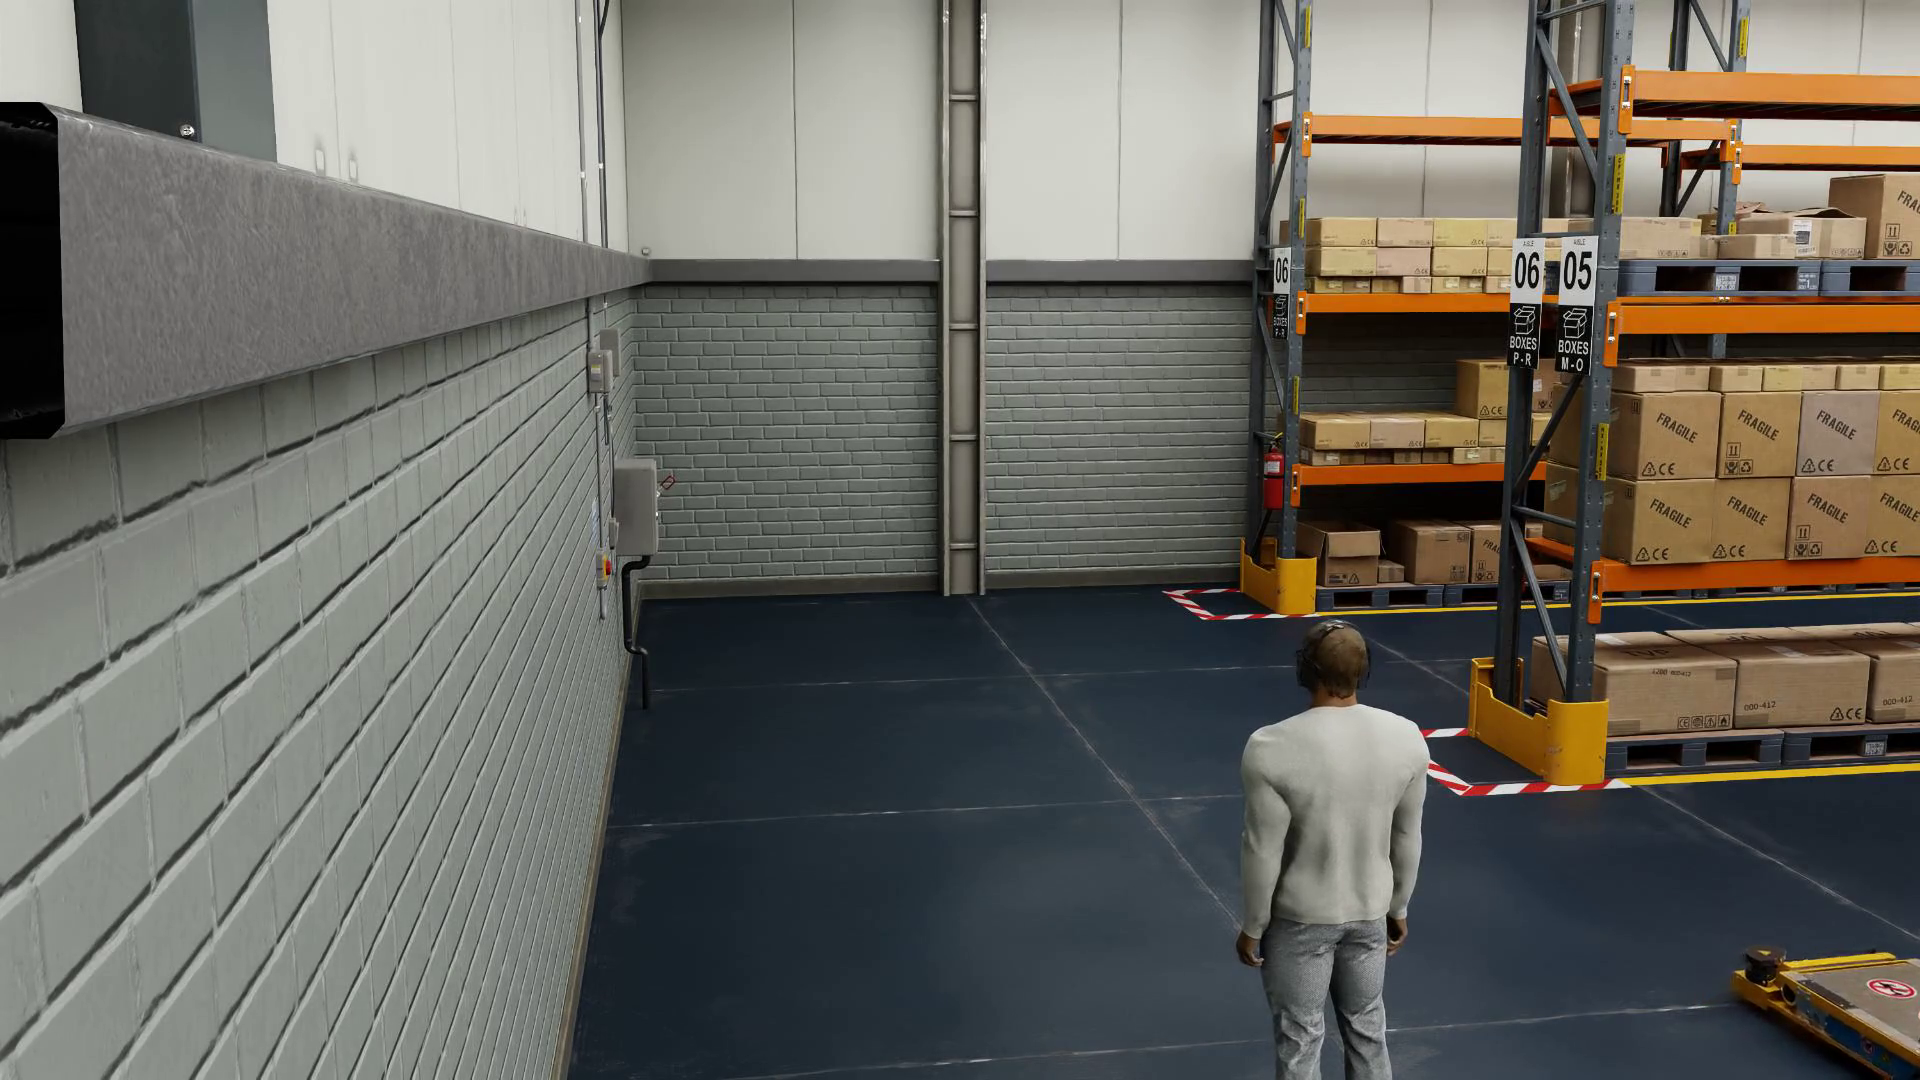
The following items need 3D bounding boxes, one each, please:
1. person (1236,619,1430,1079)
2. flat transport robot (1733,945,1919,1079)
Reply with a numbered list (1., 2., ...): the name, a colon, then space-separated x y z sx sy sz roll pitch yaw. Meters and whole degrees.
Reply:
1. person: 1.180 1.207 5.369 0.630 1.940 0.372 -3 10 -15
2. flat transport robot: 3.696 1.884 6.318 0.652 0.197 1.431 -2 9 -12
